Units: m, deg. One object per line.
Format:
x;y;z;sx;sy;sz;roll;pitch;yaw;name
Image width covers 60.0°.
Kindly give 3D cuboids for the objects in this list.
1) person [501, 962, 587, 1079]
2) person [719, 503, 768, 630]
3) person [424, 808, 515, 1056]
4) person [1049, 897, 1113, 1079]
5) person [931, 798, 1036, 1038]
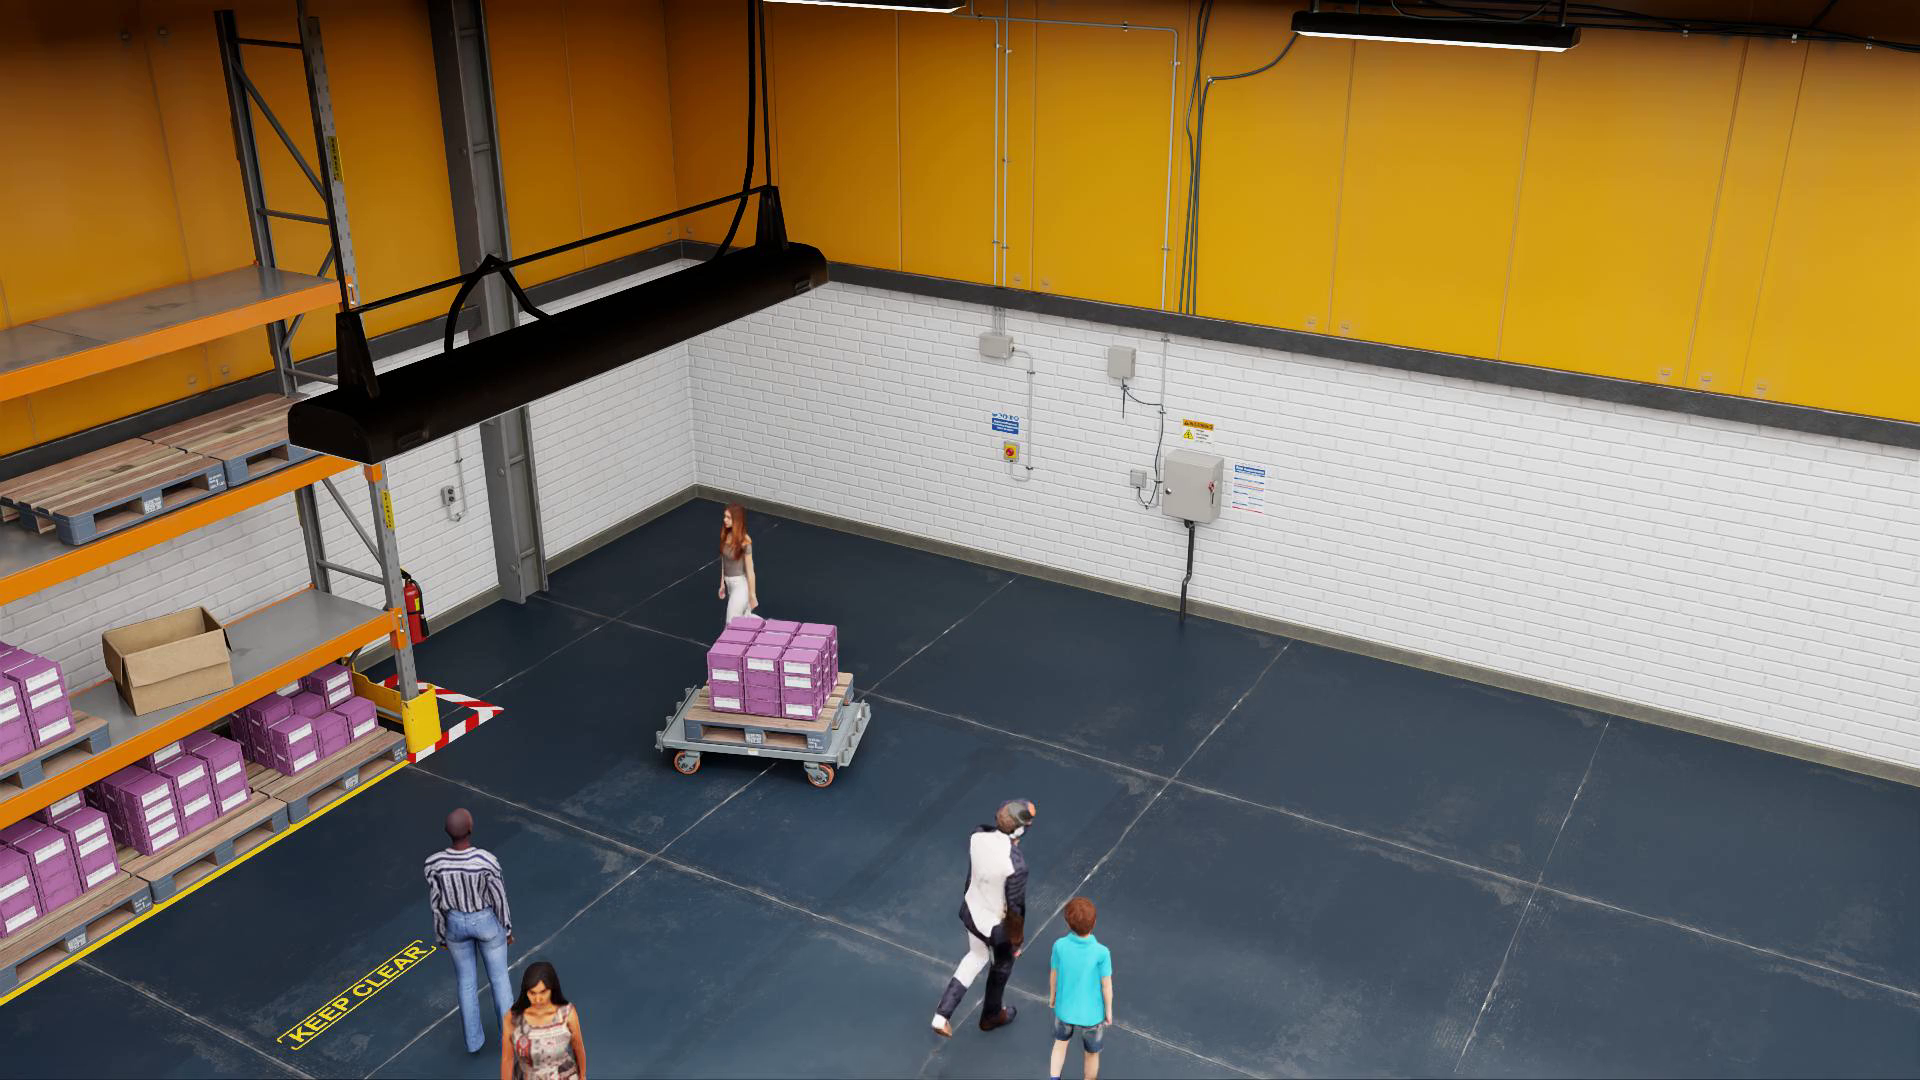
-2.328;3.027;9.393;1.017;1.601;1.220;-1;24;-3;person
-1.937;0.439;15.193;1.146;1.698;0.917;-14;27;-29;person
-3.042;2.465;10.436;0.700;1.796;0.718;-2;24;-4;person
0.700;2.843;10.024;0.625;1.433;0.743;7;25;16;person
0.148;2.433;10.439;0.926;1.851;1.064;19;30;37;person
